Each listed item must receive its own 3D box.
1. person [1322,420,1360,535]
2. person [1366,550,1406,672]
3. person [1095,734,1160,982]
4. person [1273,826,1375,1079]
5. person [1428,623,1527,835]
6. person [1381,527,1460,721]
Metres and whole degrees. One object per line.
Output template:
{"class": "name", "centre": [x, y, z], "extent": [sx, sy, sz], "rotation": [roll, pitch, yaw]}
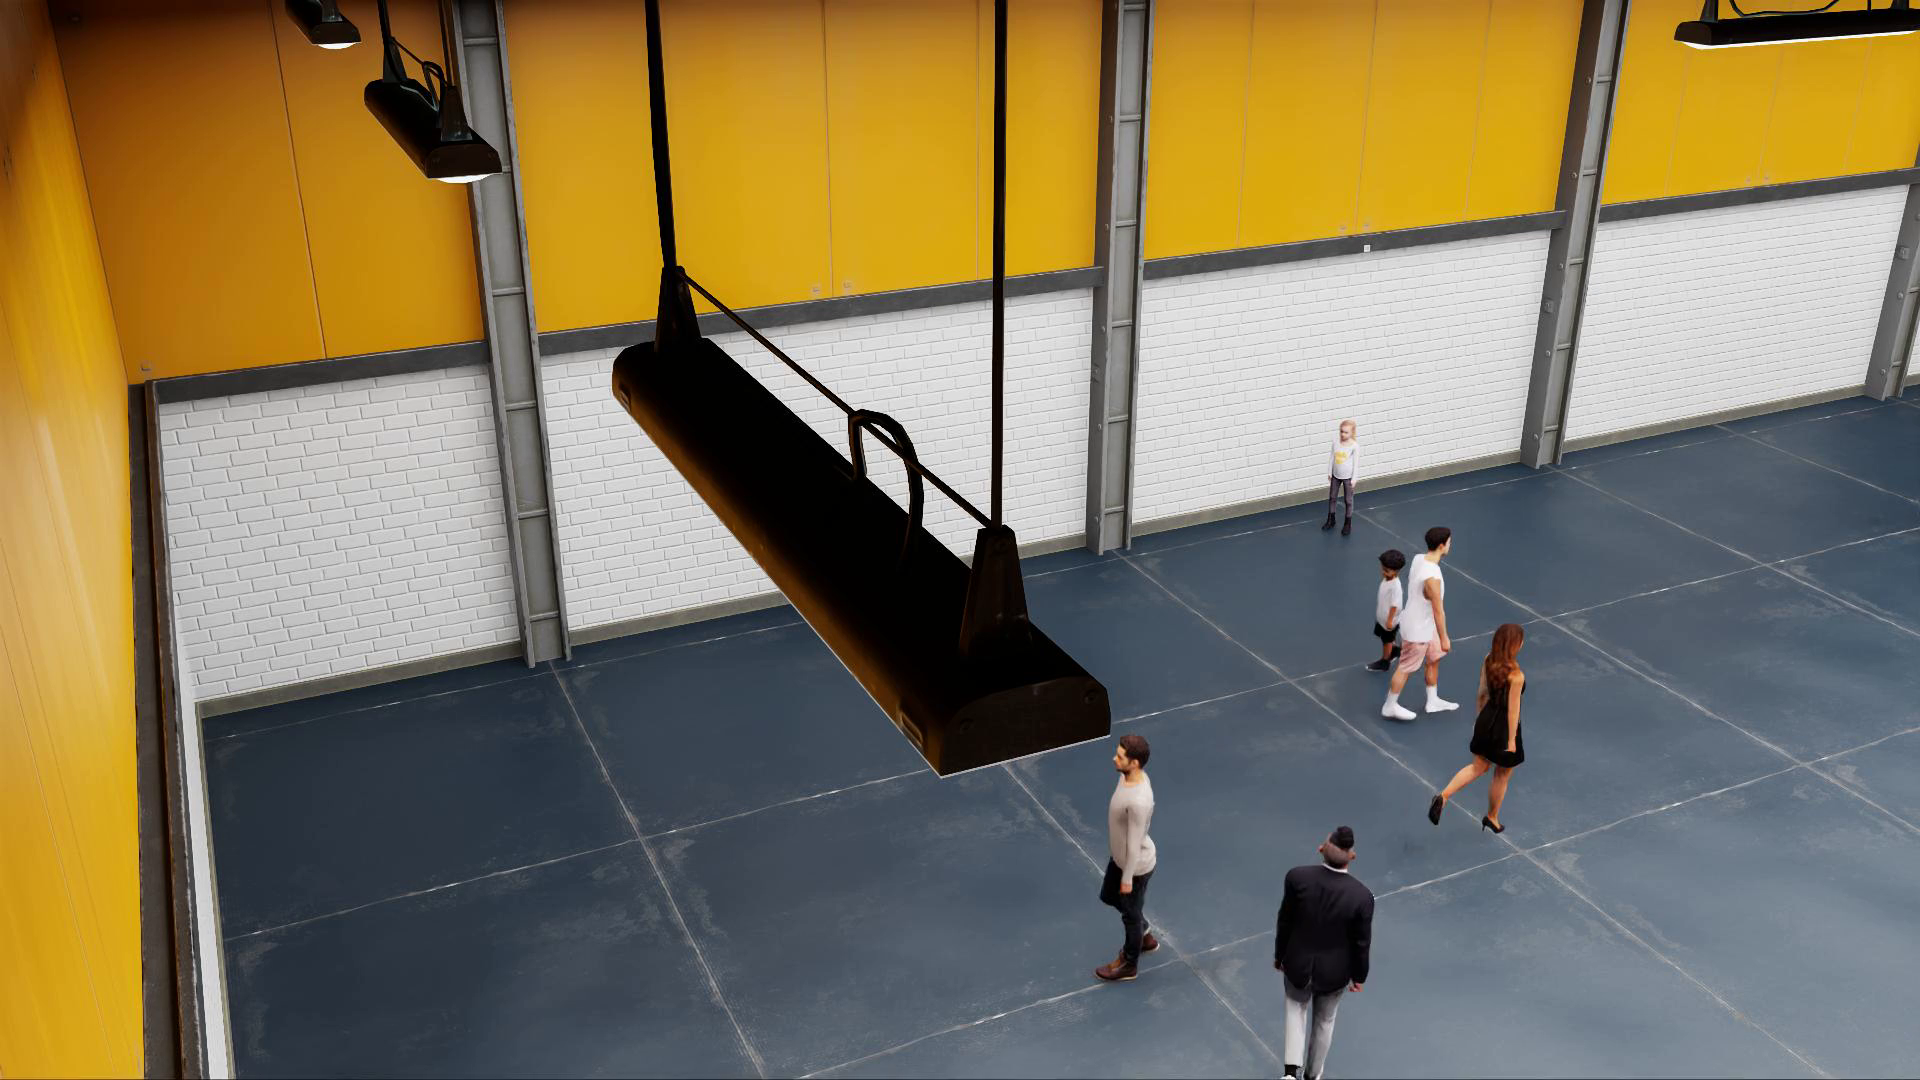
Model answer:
{"class": "person", "centre": [4.153, -0.703, 18.011], "extent": [0.559, 1.275, 0.592], "rotation": [17, 29, 34]}
{"class": "person", "centre": [3.932, 0.635, 14.984], "extent": [0.708, 1.247, 0.644], "rotation": [1, 24, 1]}
{"class": "person", "centre": [1.207, 2.097, 10.880], "extent": [0.779, 1.857, 0.739], "rotation": [-3, 24, -7]}
{"class": "person", "centre": [2.096, 2.525, 9.791], "extent": [0.959, 1.943, 1.023], "rotation": [10, 25, 21]}
{"class": "person", "centre": [3.914, 1.465, 12.374], "extent": [0.974, 1.818, 0.601], "rotation": [-9, 25, -19]}
{"class": "person", "centre": [3.813, 0.734, 14.128], "extent": [1.029, 1.752, 0.930], "rotation": [5, 24, 10]}
